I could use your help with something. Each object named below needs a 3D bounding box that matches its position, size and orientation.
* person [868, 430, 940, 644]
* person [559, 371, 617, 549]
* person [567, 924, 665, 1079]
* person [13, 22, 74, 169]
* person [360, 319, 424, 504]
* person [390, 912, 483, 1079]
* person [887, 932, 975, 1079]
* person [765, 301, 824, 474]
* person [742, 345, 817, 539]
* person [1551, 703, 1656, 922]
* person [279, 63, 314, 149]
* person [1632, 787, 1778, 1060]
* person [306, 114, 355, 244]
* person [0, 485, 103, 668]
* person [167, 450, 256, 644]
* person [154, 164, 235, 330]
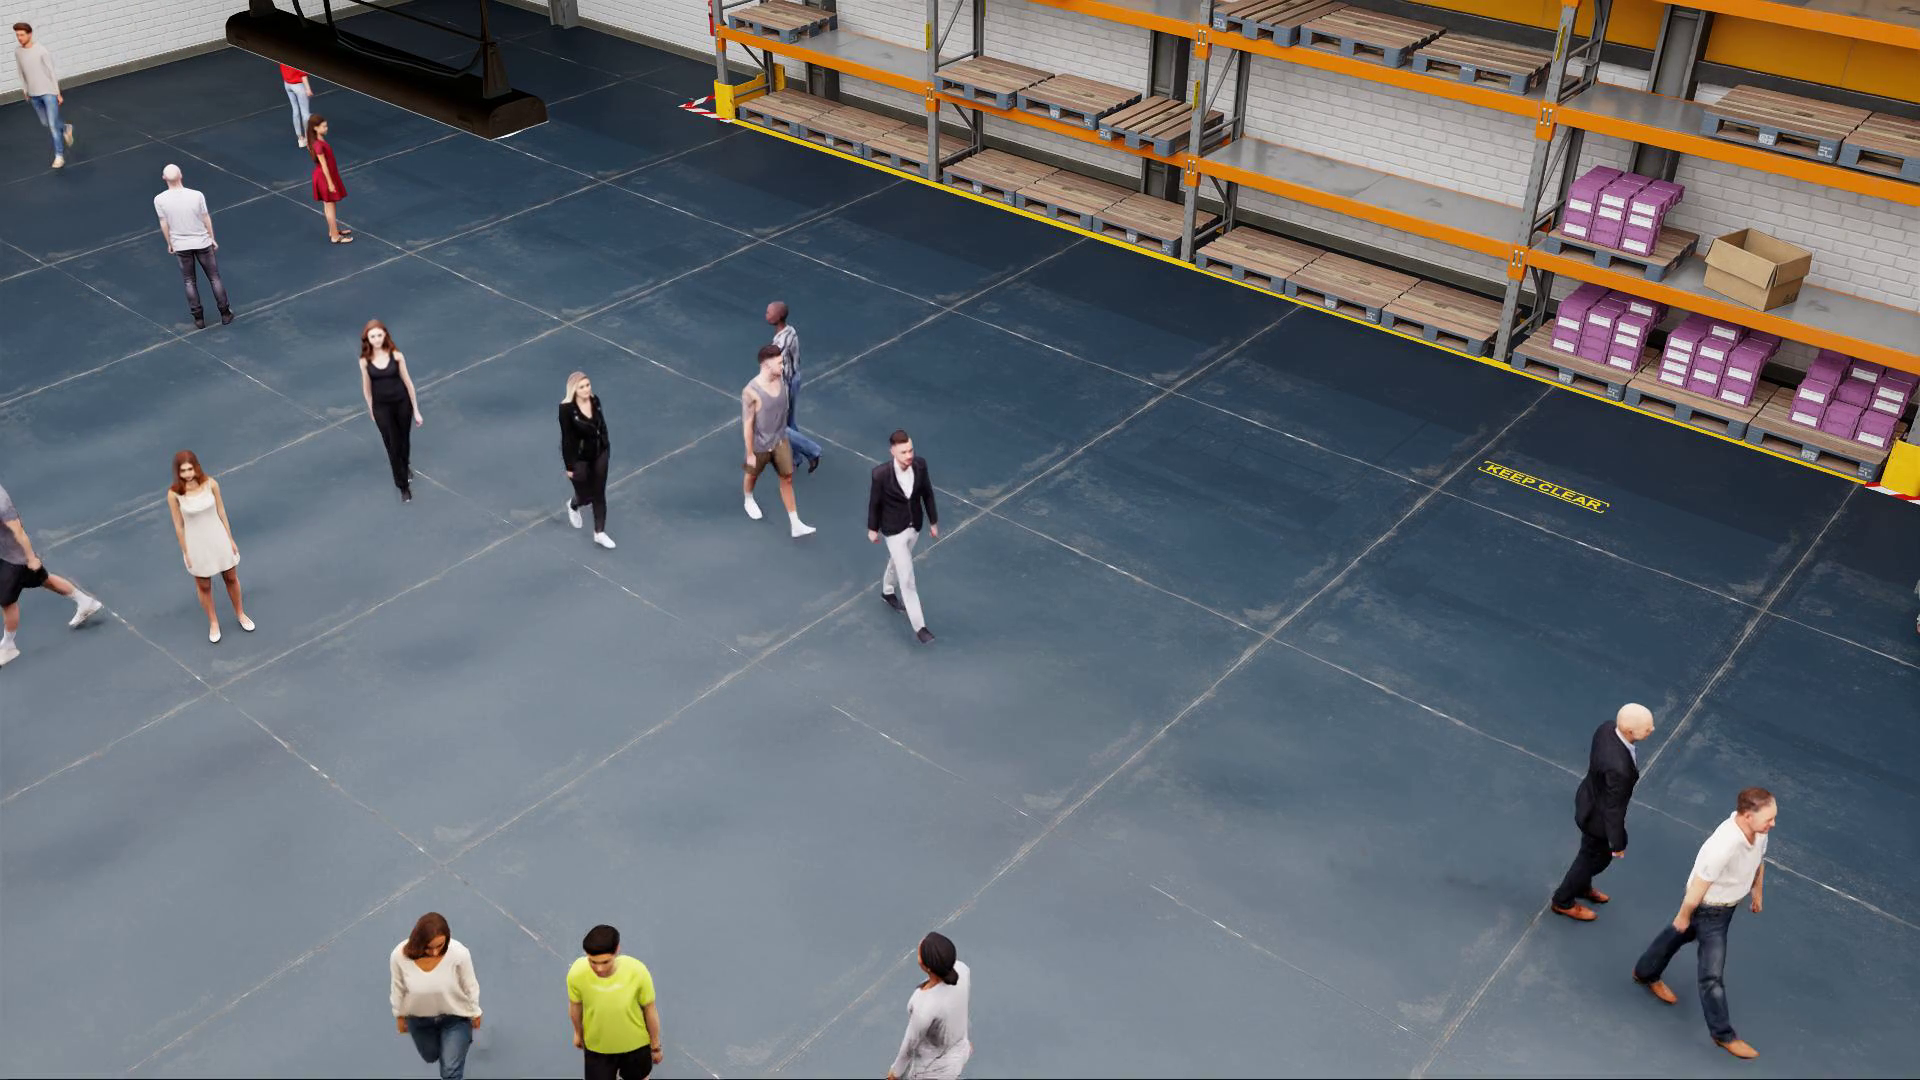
[{"bbox_3d":[-0.510,-0.125,13.450,0.941,1.796,1.265,-19,38,-26],"label":"person"},{"bbox_3d":[-3.290,-0.723,14.456,0.659,1.679,0.841,-29,43,-36],"label":"person"},{"bbox_3d":[-1.916,2.696,9.295,0.827,1.698,0.886,-3,34,-5],"label":"person"},{"bbox_3d":[-12.179,-5.971,22.168,1.120,1.882,1.125,1,34,2],"label":"person"},{"bbox_3d":[-5.201,-1.262,15.238,0.855,1.711,1.081,-15,36,-21],"label":"person"},{"bbox_3d":[-2.941,2.629,9.446,0.986,1.642,1.034,1,34,1],"label":"person"},{"bbox_3d":[-0.033,2.862,9.038,1.174,1.706,0.803,16,37,23],"label":"person"},{"bbox_3d":[-1.511,-1.378,15.346,0.881,1.784,0.821,2,34,3],"label":"person"},{"bbox_3d":[-1.761,-0.895,14.686,0.780,1.771,1.219,-27,42,-34],"label":"person"},{"bbox_3d":[4.027,1.738,10.661,0.808,1.781,0.818,7,34,11],"label":"person"},{"bbox_3d":[-9.042,-6.184,22.648,0.496,1.705,0.706,18,38,25],"label":"person"},{"bbox_3d":[4.438,2.135,10.030,0.866,1.818,1.189,-22,40,-30],"label":"person"},{"bbox_3d":[-7.648,-4.363,20.045,0.714,1.554,0.654,-13,36,-19],"label":"person"},{"bbox_3d":[-7.381,0.059,13.139,0.793,1.834,1.176,-28,43,-35],"label":"person"},{"bbox_3d":[-6.033,0.017,13.318,0.614,1.706,0.614,-20,38,-27],"label":"person"},{"bbox_3d":[-8.324,-3.189,18.027,0.749,1.832,0.755,-12,35,-17],"label":"person"}]
